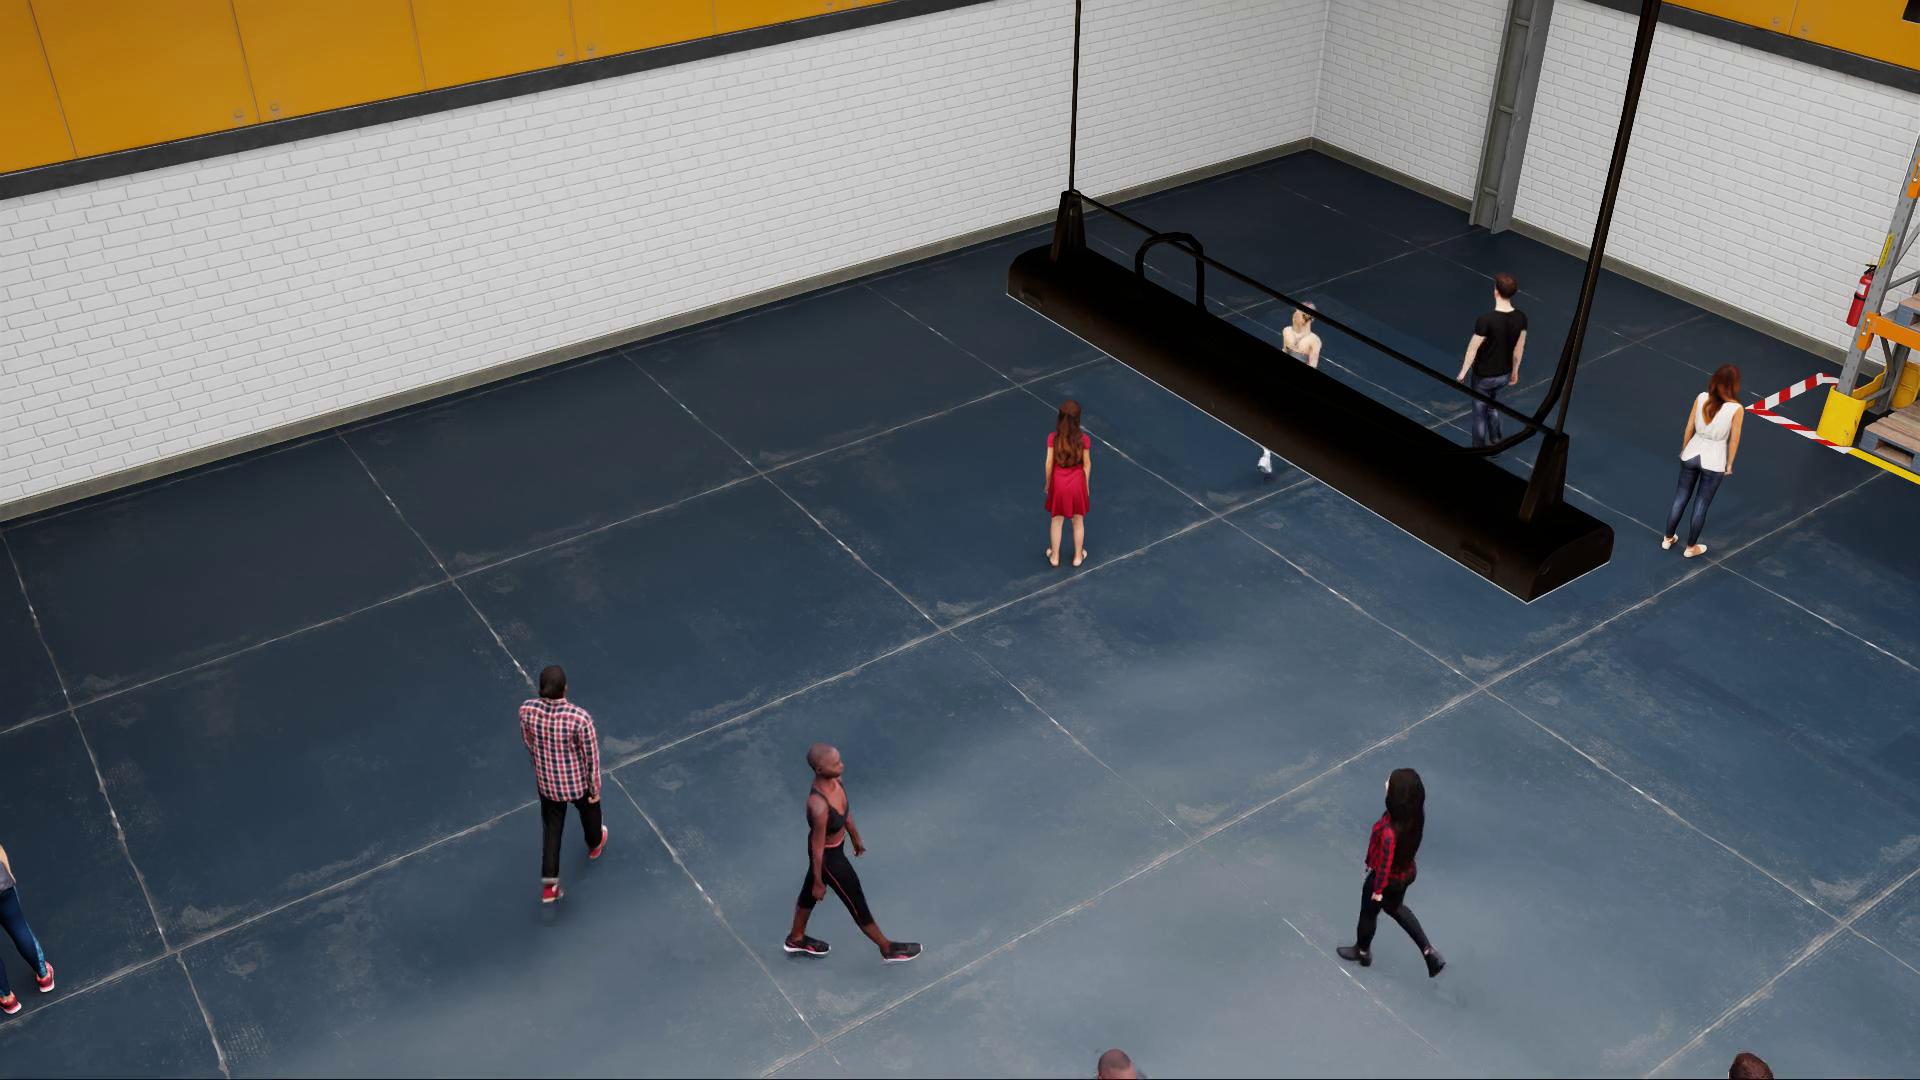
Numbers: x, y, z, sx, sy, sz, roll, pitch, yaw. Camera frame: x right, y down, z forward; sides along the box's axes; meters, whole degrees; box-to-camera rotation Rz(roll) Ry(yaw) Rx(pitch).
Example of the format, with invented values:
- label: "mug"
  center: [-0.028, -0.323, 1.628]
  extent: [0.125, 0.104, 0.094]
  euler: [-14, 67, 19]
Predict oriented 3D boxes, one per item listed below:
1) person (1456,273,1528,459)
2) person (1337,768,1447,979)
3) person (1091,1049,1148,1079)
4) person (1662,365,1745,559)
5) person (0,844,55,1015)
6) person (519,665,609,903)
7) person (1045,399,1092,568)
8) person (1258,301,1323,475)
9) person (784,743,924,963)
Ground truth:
- label: "person"
  center: [4.878, -1.464, 15.096]
  extent: [0.763, 1.881, 0.790]
  euler: [-11, 35, -16]
- label: "person"
  center: [2.683, 2.046, 10.036]
  extent: [0.967, 1.638, 0.743]
  euler: [23, 40, 30]
- label: "person"
  center: [0.659, 3.120, 8.261]
  extent: [0.691, 1.814, 0.701]
  euler: [-21, 39, -28]
- label: "person"
  center: [6.252, -0.664, 13.980]
  extent: [0.687, 1.785, 0.508]
  euler: [-28, 42, -35]
- label: "person"
  center: [-5.818, 2.104, 9.871]
  extent: [0.594, 1.724, 0.602]
  euler: [27, 42, 34]
- label: "person"
  center: [-2.571, 1.561, 10.661]
  extent: [1.116, 1.753, 1.207]
  euler: [3, 34, 4]
- label: "person"
  center: [0.896, -0.471, 13.898]
  extent: [0.681, 1.553, 0.741]
  euler: [2, 34, 4]
- label: "person"
  center: [3.000, -1.366, 15.134]
  extent: [1.075, 1.675, 0.862]
  euler: [22, 39, 29]
- label: "person"
  center: [-0.895, 1.924, 10.141]
  extent: [1.132, 1.723, 1.124]
  euler: [3, 34, 4]
